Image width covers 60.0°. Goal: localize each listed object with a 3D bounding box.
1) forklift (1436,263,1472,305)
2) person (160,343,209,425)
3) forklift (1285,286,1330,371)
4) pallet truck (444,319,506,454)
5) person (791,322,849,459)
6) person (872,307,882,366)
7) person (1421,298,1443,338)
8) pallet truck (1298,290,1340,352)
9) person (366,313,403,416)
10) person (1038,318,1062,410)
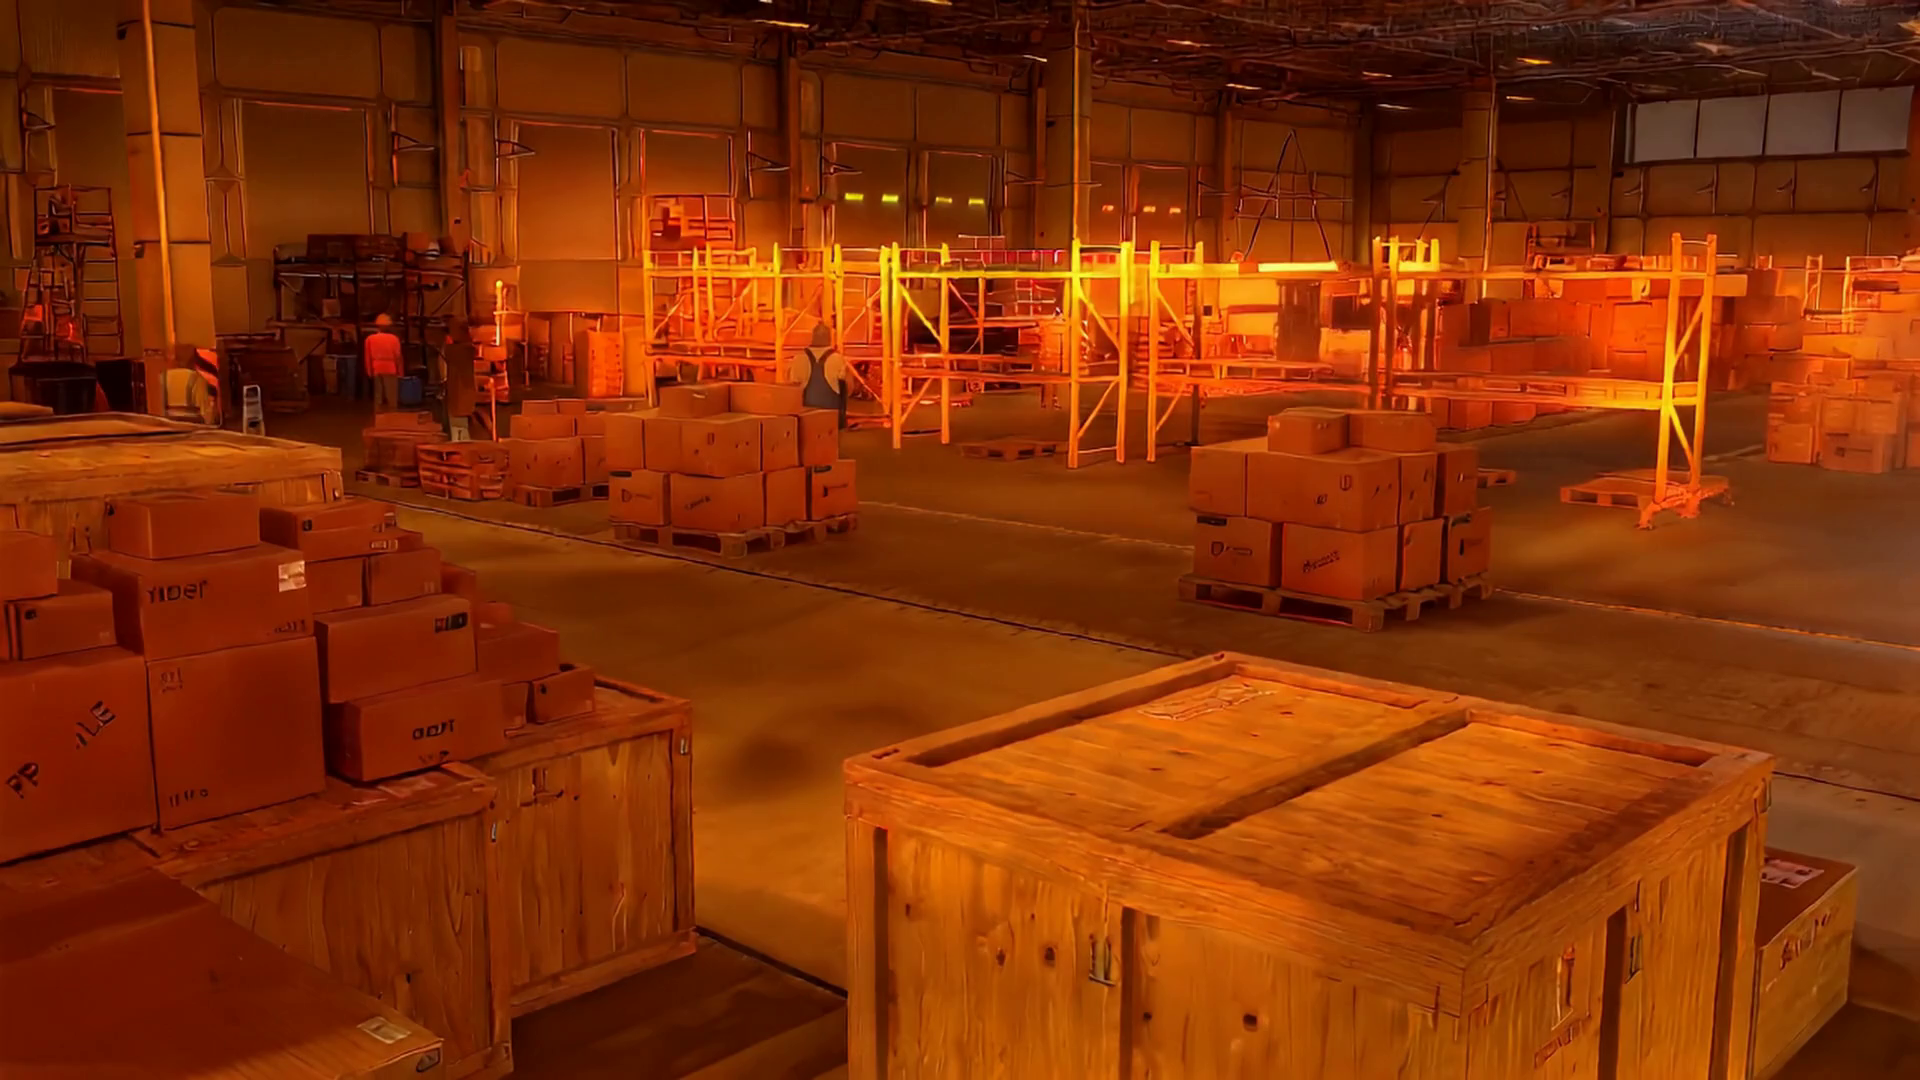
[{"bbox_3d":[13.567,-6.255,45.894,1.873,2.768,1.129,-8,12,-39],"label":"forklift"},{"bbox_3d":[-8.314,-1.191,17.956,0.596,1.864,0.553,2,9,10],"label":"person"},{"bbox_3d":[8.931,-5.833,43.310,1.129,2.768,1.873,5,10,26],"label":"forklift"},{"bbox_3d":[-6.981,-1.942,22.150,1.885,1.965,0.823,1,9,9],"label":"pallet truck"},{"bbox_3d":[-1.682,-1.647,20.209,0.700,2.000,0.535,0,9,2],"label":"person"},{"bbox_3d":[-2.189,-5.398,44.470,0.324,1.631,0.522,-1,9,-6],"label":"person"},{"bbox_3d":[11.622,-4.965,40.880,0.629,1.935,0.372,8,13,42],"label":"person"},{"bbox_3d":[11.297,-6.951,52.861,1.885,1.965,0.823,-5,11,-29],"label":"pallet truck"},{"bbox_3d":[-9.446,-2.753,27.339,0.588,1.927,0.370,1,9,6],"label":"person"},{"bbox_3d":[1.725,-3.332,31.492,0.484,1.735,0.335,-5,10,-27],"label":"person"}]
